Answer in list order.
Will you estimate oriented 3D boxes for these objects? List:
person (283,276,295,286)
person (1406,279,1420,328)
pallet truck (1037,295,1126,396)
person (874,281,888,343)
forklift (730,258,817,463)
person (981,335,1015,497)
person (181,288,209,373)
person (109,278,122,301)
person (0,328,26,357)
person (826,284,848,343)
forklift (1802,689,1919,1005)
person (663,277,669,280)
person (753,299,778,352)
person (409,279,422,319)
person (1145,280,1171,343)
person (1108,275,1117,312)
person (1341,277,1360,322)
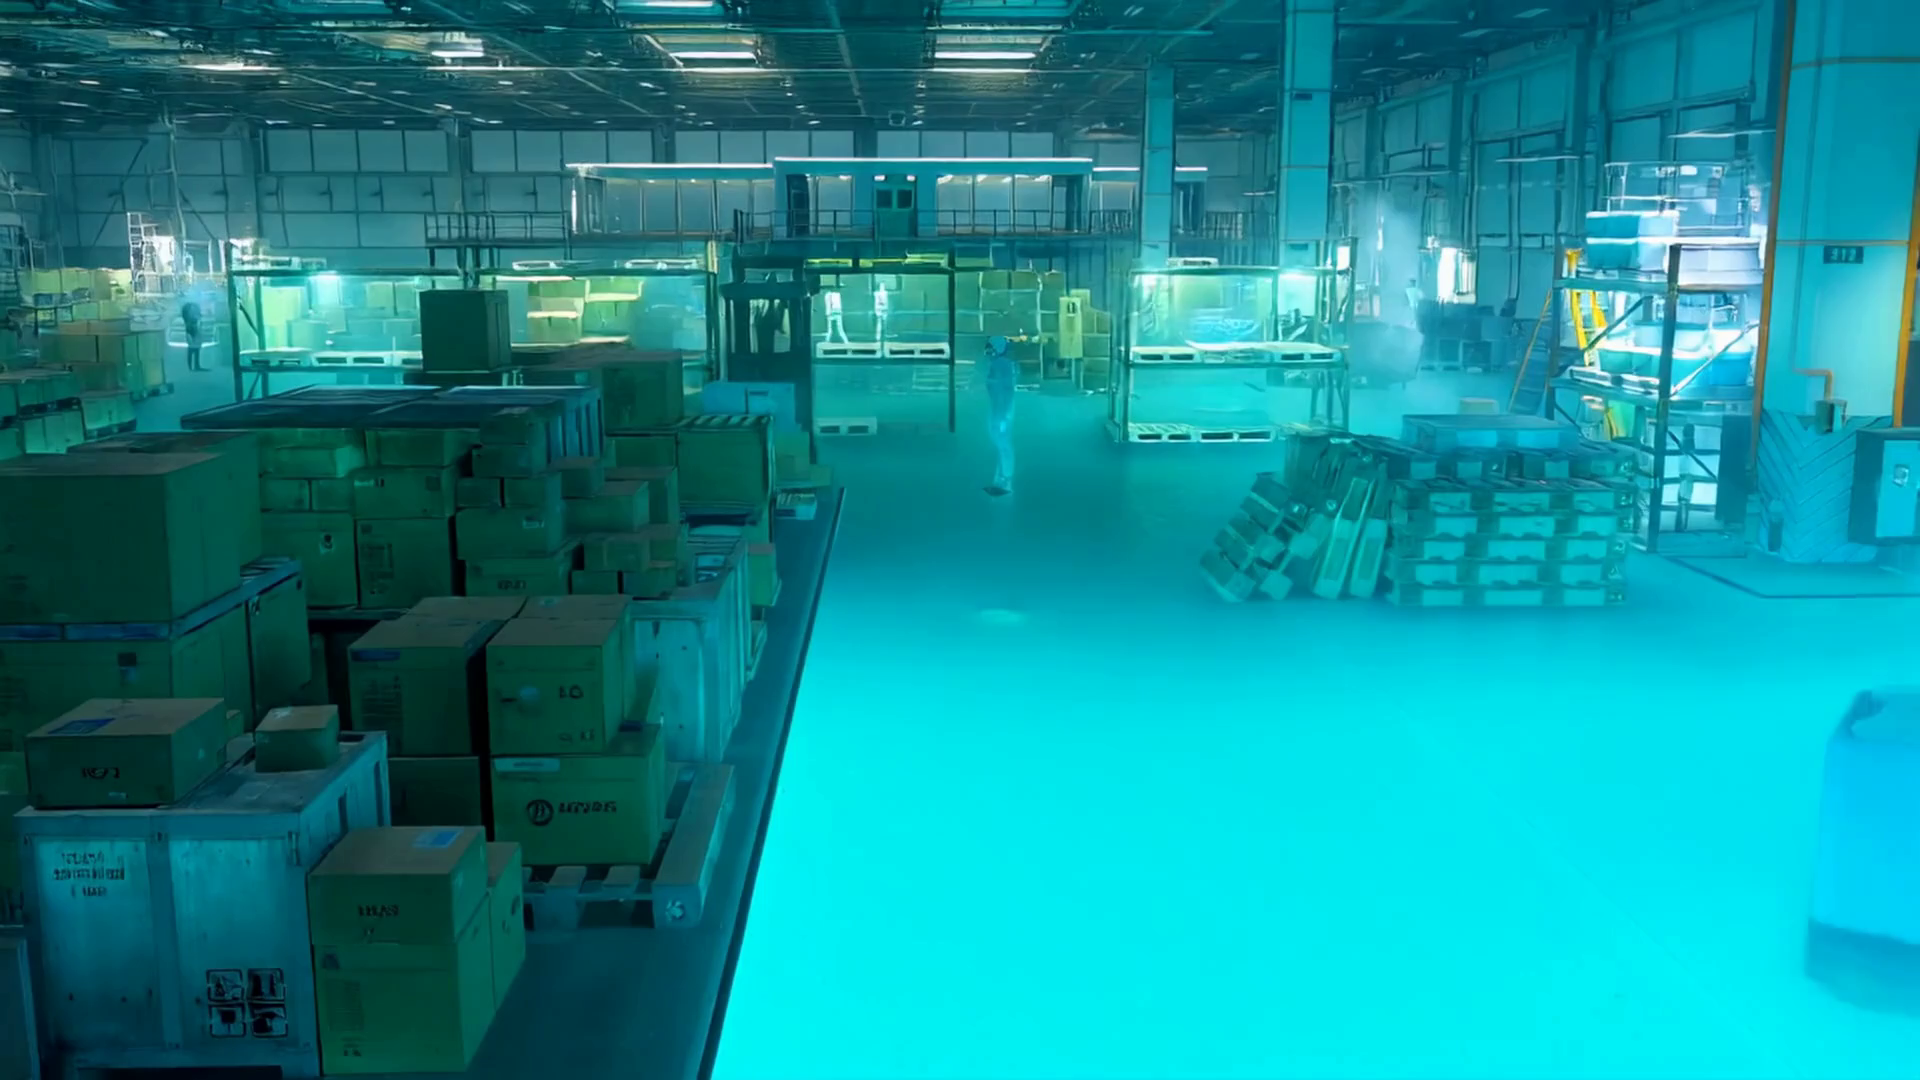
[{"bbox_3d":[-28.020,-10.296,69.504,0.492,1.742,0.323,-10,14,-44],"label":"person"},{"bbox_3d":[14.989,-7.720,54.991,0.549,1.803,0.968,-1,10,-6],"label":"person"},{"bbox_3d":[2.483,-3.881,33.060,1.885,1.965,0.823,-7,13,-36],"label":"pallet truck"},{"bbox_3d":[-2.303,-6.688,49.005,0.355,1.887,0.573,5,12,28],"label":"person"},{"bbox_3d":[-2.446,-2.236,21.439,1.129,2.768,1.873,0,10,-2],"label":"forklift"},{"bbox_3d":[0.471,-1.485,19.897,0.376,1.934,0.627,-2,10,-9],"label":"person"},{"bbox_3d":[-17.705,-4.828,38.421,0.604,1.966,0.367,8,13,37],"label":"person"},{"bbox_3d":[-28.337,-7.891,55.860,0.403,1.830,0.599,-7,12,-34],"label":"person"},{"bbox_3d":[-12.903,-1.945,22.619,0.321,1.876,0.532,7,13,35],"label":"person"},{"bbox_3d":[-3.530,-6.311,47.037,0.582,1.856,0.926,-9,13,-41],"label":"person"},{"bbox_3d":[4.452,0.468,6.374,1.873,2.768,1.129,7,12,34],"label":"forklift"},{"bbox_3d":[-9.469,-7.560,53.893,0.563,1.885,1.020,-6,12,-30],"label":"person"},{"bbox_3d":[-4.835,-5.326,40.992,0.537,2.000,0.689,7,12,35],"label":"person"},{"bbox_3d":[-16.124,-6.768,49.353,0.586,1.917,0.623,3,11,19],"label":"person"},{"bbox_3d":[5.987,-6.861,49.965,1.016,1.896,0.636,-6,12,-29],"label":"person"},{"bbox_3d":[5.302,-8.211,57.336,1.048,1.941,0.649,-1,10,-3],"label":"person"},{"bbox_3d":[14.617,-9.020,62.230,0.659,1.798,0.919,1,10,8],"label":"person"}]
